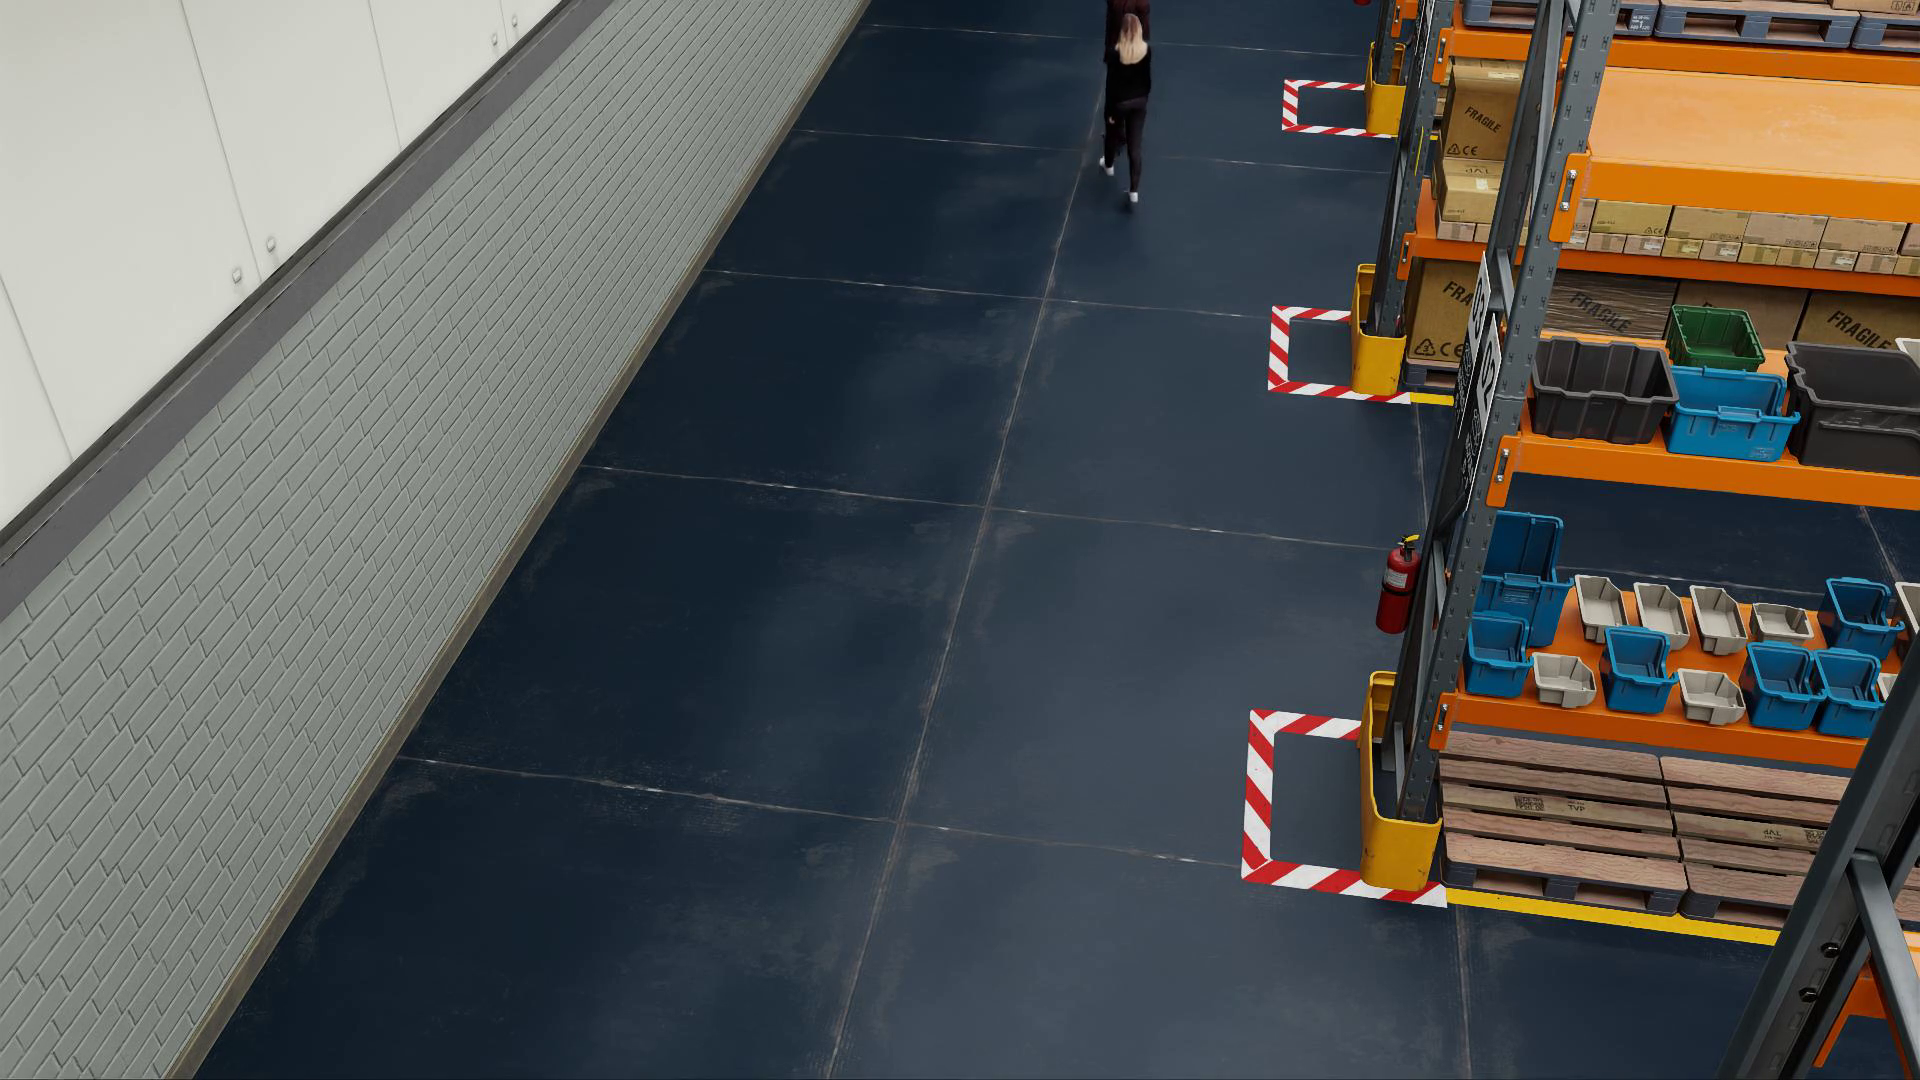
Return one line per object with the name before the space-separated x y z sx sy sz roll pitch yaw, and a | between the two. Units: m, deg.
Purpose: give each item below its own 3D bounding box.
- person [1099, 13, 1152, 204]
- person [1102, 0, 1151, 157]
person | 1.529 -3.825 14.921 1.193 1.633 1.007 -9 38 -11
person | 1.523 -4.510 15.644 0.986 1.849 0.995 26 44 30
